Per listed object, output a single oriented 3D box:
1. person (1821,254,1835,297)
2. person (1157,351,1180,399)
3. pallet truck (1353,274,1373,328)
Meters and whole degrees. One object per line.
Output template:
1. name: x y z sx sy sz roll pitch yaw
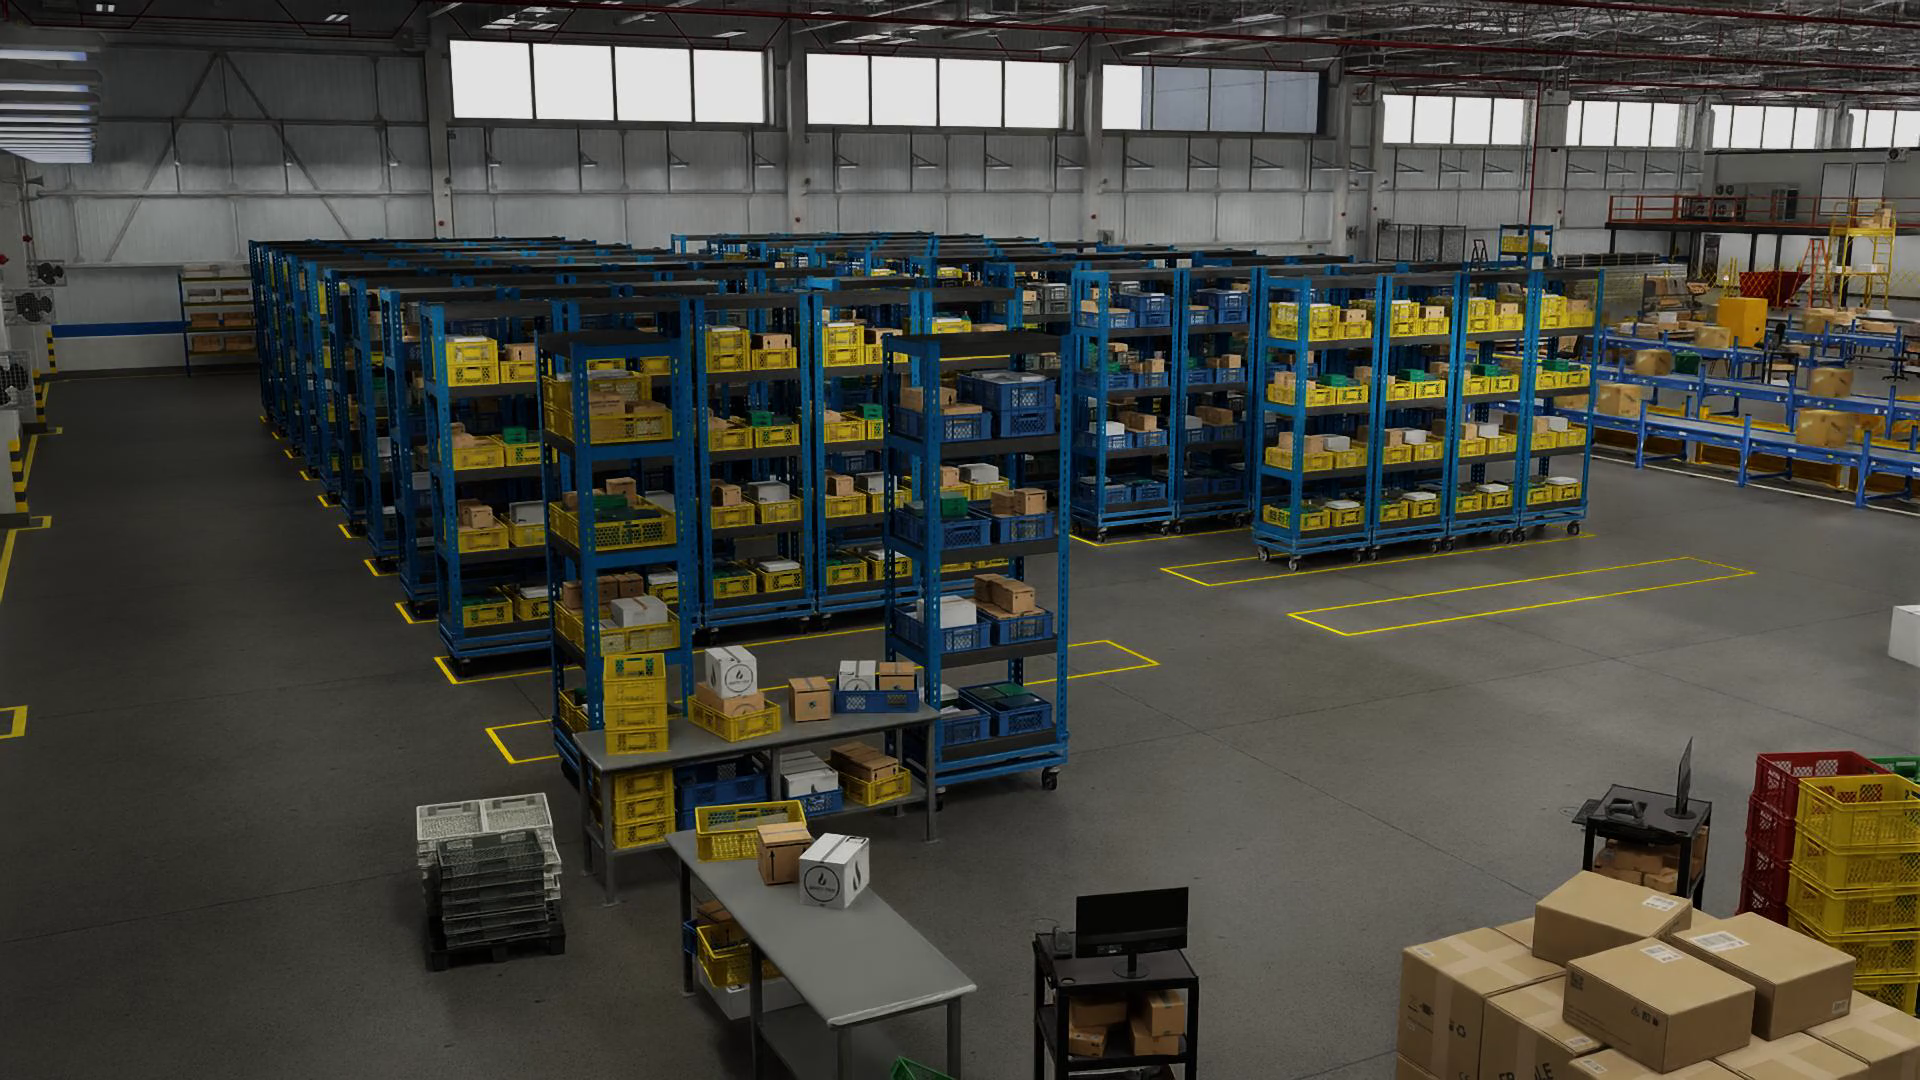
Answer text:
1. person: 36.724 -11.198 70.280 0.577 1.865 0.555 -6 14 -27
2. person: 4.643 -4.062 36.823 0.639 1.901 0.402 -2 12 -11
3. pallet truck: 13.011 -8.050 55.243 0.823 1.965 1.885 -7 14 -28
